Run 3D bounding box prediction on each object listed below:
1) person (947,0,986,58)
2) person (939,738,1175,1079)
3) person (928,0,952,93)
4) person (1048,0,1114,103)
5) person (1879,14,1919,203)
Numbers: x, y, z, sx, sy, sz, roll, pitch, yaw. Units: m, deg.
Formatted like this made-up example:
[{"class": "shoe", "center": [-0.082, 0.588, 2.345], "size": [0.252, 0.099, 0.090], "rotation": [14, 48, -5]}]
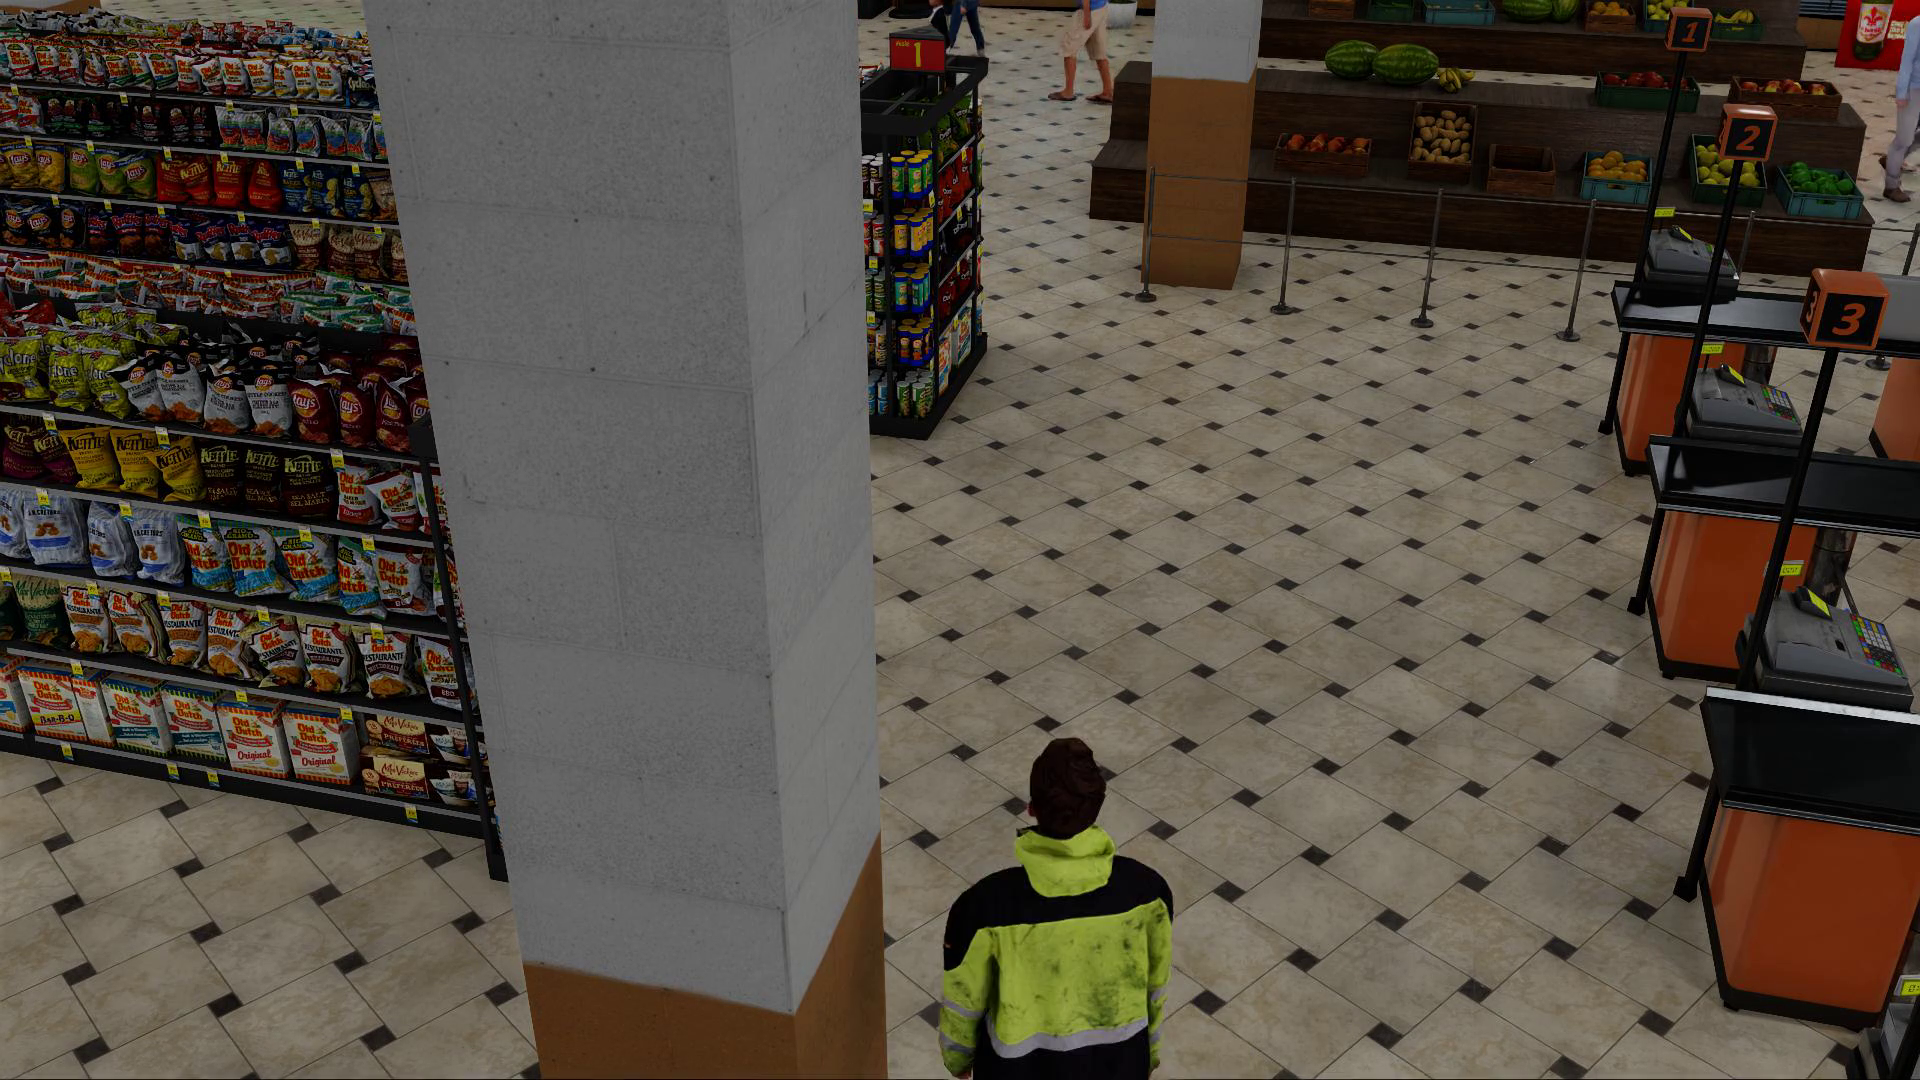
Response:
[{"class": "person", "center": [0.142, -6.011, 18.607], "size": [0.992, 1.453, 0.740], "rotation": [15, 32, 25]}, {"class": "person", "center": [0.270, 1.443, 4.419], "size": [0.859, 1.965, 0.962], "rotation": [-8, 30, -15]}, {"class": "person", "center": [-0.162, -5.189, 17.356], "size": [0.751, 1.207, 0.613], "rotation": [0, 29, 1]}, {"class": "person", "center": [1.412, -5.407, 17.108], "size": [0.963, 1.828, 0.739], "rotation": [12, 31, 21]}, {"class": "person", "center": [8.111, -3.833, 14.190], "size": [0.858, 1.863, 0.912], "rotation": [-8, 30, -15]}]
